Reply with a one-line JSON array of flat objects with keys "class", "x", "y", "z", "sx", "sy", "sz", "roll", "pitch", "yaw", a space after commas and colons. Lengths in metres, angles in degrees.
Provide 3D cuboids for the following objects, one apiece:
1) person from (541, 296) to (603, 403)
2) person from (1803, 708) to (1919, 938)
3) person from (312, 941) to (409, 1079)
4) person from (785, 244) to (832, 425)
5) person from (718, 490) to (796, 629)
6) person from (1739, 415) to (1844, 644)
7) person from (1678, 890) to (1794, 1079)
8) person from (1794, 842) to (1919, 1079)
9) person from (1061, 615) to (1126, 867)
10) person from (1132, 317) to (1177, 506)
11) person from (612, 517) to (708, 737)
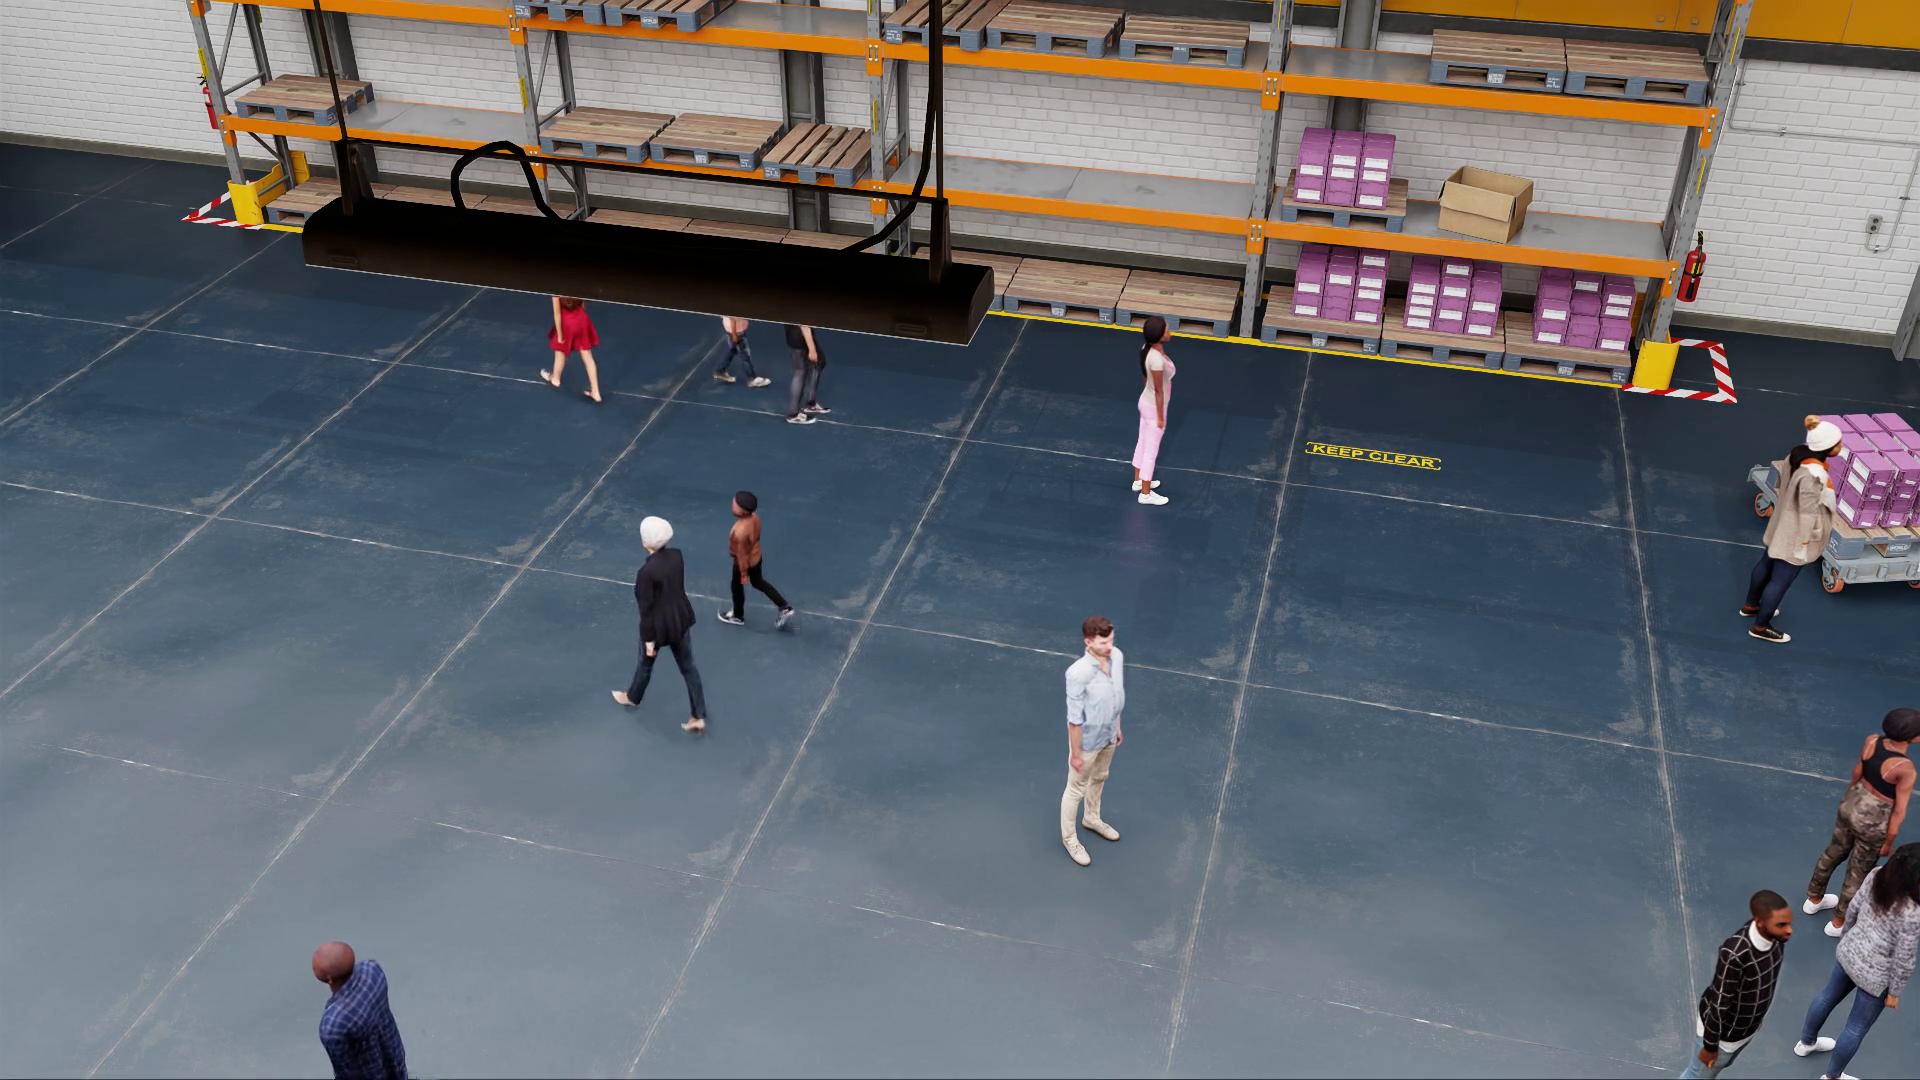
[{"class": "person", "x": -3.661, "y": -2.018, "z": 15.905, "sx": 1.076, "sy": 1.518, "sz": 0.865, "roll": 27, "pitch": 42, "yaw": 34}, {"class": "person", "x": 5.531, "y": 1.701, "z": 10.147, "sx": 0.670, "sy": 1.699, "sz": 0.655, "roll": -6, "pitch": 34, "yaw": -9}, {"class": "person", "x": -2.953, "y": 2.701, "z": 8.553, "sx": 0.973, "sy": 1.797, "sz": 0.660, "roll": 7, "pitch": 34, "yaw": 11}, {"class": "person", "x": -1.565, "y": -1.902, "z": 15.460, "sx": 0.799, "sy": 1.819, "sz": 0.786, "roll": -4, "pitch": 34, "yaw": -6}, {"class": "person", "x": -1.582, "y": 0.172, "z": 12.865, "sx": 0.857, "sy": 1.237, "sz": 0.533, "roll": 9, "pitch": 35, "yaw": 13}, {"class": "person", "x": 6.351, "y": -0.113, "z": 12.704, "sx": 0.682, "sy": 1.890, "sz": 0.704, "roll": 5, "pitch": 34, "yaw": 7}, {"class": "person", "x": 4.058, "y": 2.525, "z": 8.797, "sx": 0.743, "sy": 1.821, "sz": 0.767, "roll": -24, "pitch": 40, "yaw": -31}, {"class": "person", "x": 5.019, "y": 2.324, "z": 9.181, "sx": 0.660, "sy": 1.731, "sz": 0.690, "roll": -4, "pitch": 34, "yaw": -7}, {"class": "person", "x": 0.855, "y": 1.244, "z": 10.701, "sx": 0.725, "sy": 1.848, "sz": 0.734, "roll": 28, "pitch": 43, "yaw": 35}, {"class": "person", "x": 1.663, "y": -1.135, "z": 14.376, "sx": 0.636, "sy": 1.741, "sz": 0.643, "roll": -4, "pitch": 34, "yaw": -7}, {"class": "person", "x": -2.035, "y": 0.675, "z": 11.736, "sx": 1.154, "sy": 1.756, "sz": 1.020, "roll": 24, "pitch": 40, "yaw": 31}]
